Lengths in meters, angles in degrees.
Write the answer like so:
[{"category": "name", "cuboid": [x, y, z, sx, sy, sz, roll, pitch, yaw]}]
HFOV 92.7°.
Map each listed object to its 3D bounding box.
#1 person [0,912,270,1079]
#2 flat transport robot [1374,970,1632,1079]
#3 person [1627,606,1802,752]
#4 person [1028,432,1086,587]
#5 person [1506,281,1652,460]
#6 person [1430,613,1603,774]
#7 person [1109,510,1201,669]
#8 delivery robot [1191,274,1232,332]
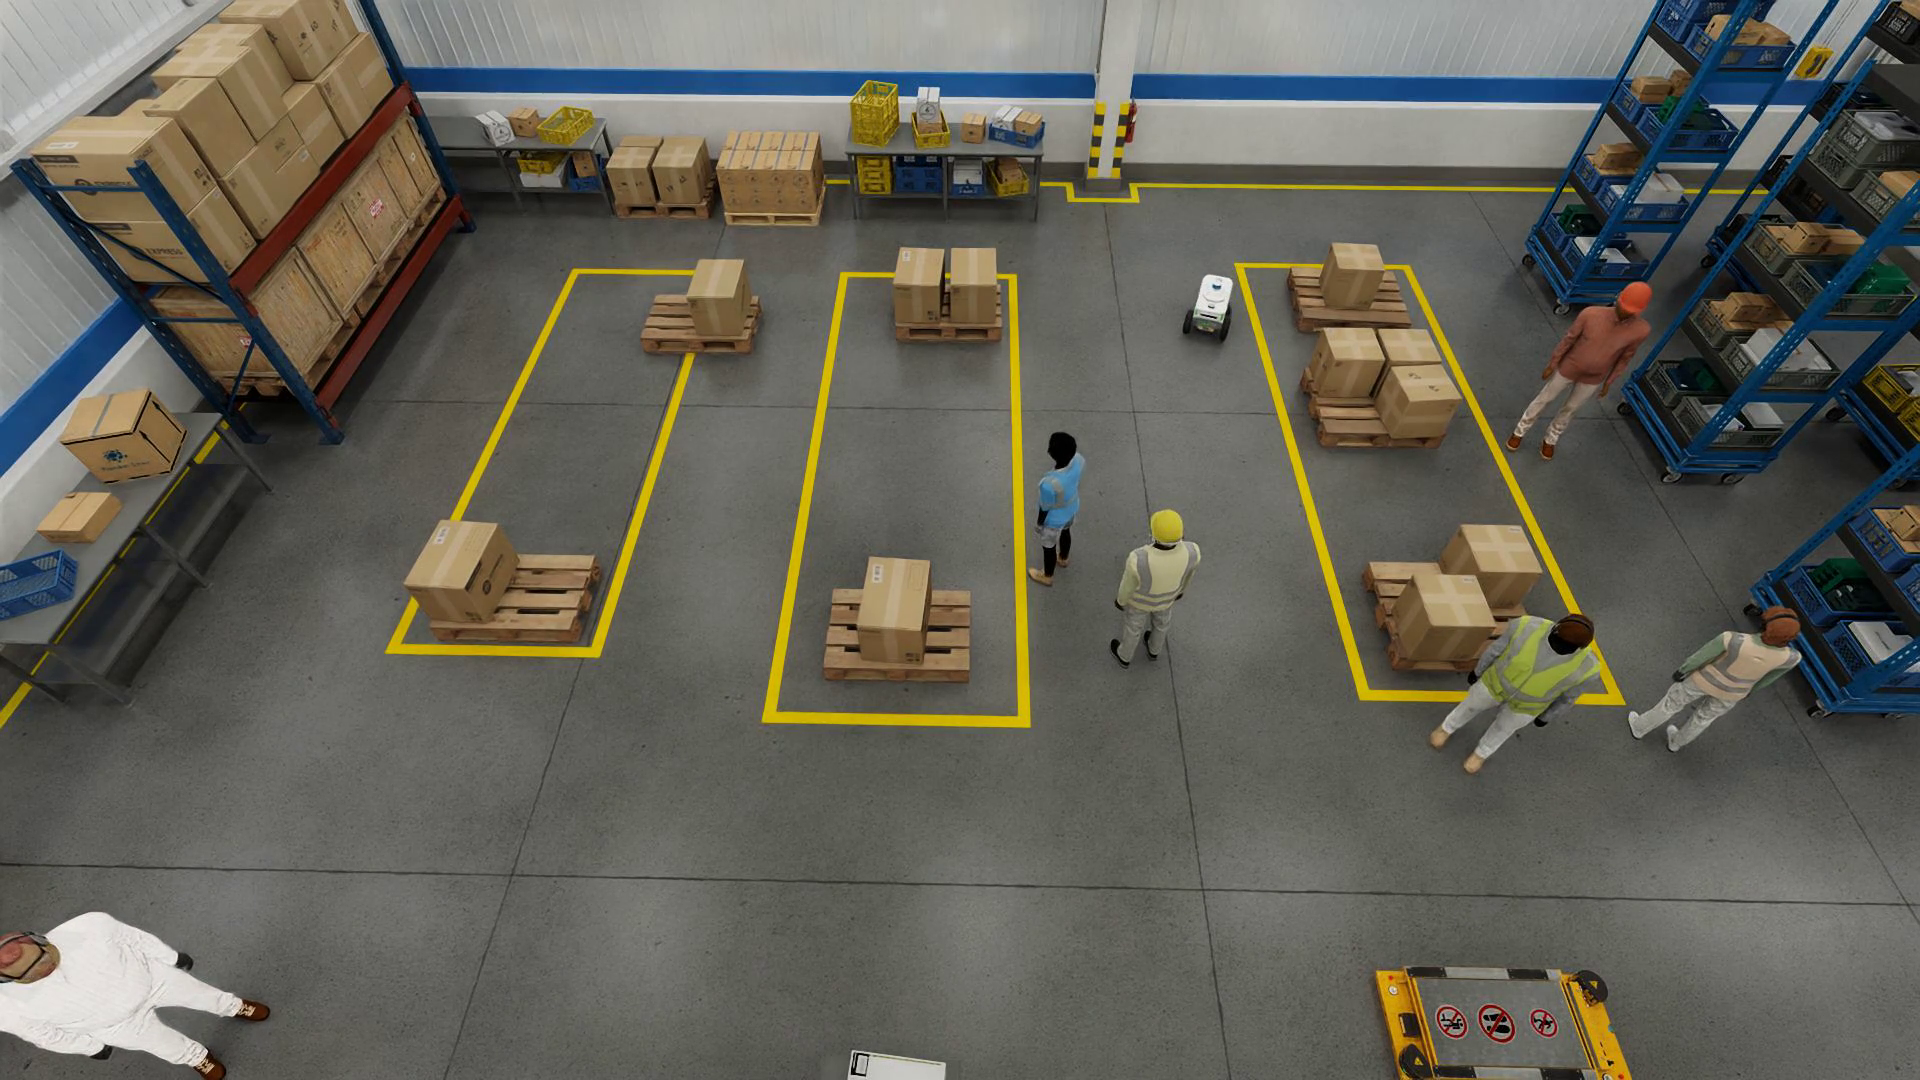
[{"category": "person", "cuboid": [-4.776, 2.642, 5.267, 0.411, 1.909, 0.643, 15, 52, 12]}, {"category": "flat transport robot", "cuboid": [3.501, 3.133, 5.914, 1.431, 0.197, 0.652, 1, 51, 1]}, {"category": "person", "cuboid": [5.556, 1.049, 6.742, 0.516, 1.633, 0.313, 20, 53, 15]}, {"category": "person", "cuboid": [0.821, -0.252, 7.764, 0.318, 1.690, 0.529, 32, 58, 23]}, {"category": "person", "cuboid": [5.875, -1.590, 8.660, 0.611, 1.995, 0.376, 20, 54, 16]}, {"category": "person", "cuboid": [3.990, 1.088, 6.583, 0.429, 1.838, 0.628, -36, 59, -26]}, {"category": "person", "cuboid": [1.490, 0.395, 7.143, 0.587, 1.837, 0.404, -11, 52, -9]}, {"category": "delivery robot", "cuboid": [2.885, -2.734, 10.456, 0.477, 0.478, 0.707, 14, 52, 11]}]
